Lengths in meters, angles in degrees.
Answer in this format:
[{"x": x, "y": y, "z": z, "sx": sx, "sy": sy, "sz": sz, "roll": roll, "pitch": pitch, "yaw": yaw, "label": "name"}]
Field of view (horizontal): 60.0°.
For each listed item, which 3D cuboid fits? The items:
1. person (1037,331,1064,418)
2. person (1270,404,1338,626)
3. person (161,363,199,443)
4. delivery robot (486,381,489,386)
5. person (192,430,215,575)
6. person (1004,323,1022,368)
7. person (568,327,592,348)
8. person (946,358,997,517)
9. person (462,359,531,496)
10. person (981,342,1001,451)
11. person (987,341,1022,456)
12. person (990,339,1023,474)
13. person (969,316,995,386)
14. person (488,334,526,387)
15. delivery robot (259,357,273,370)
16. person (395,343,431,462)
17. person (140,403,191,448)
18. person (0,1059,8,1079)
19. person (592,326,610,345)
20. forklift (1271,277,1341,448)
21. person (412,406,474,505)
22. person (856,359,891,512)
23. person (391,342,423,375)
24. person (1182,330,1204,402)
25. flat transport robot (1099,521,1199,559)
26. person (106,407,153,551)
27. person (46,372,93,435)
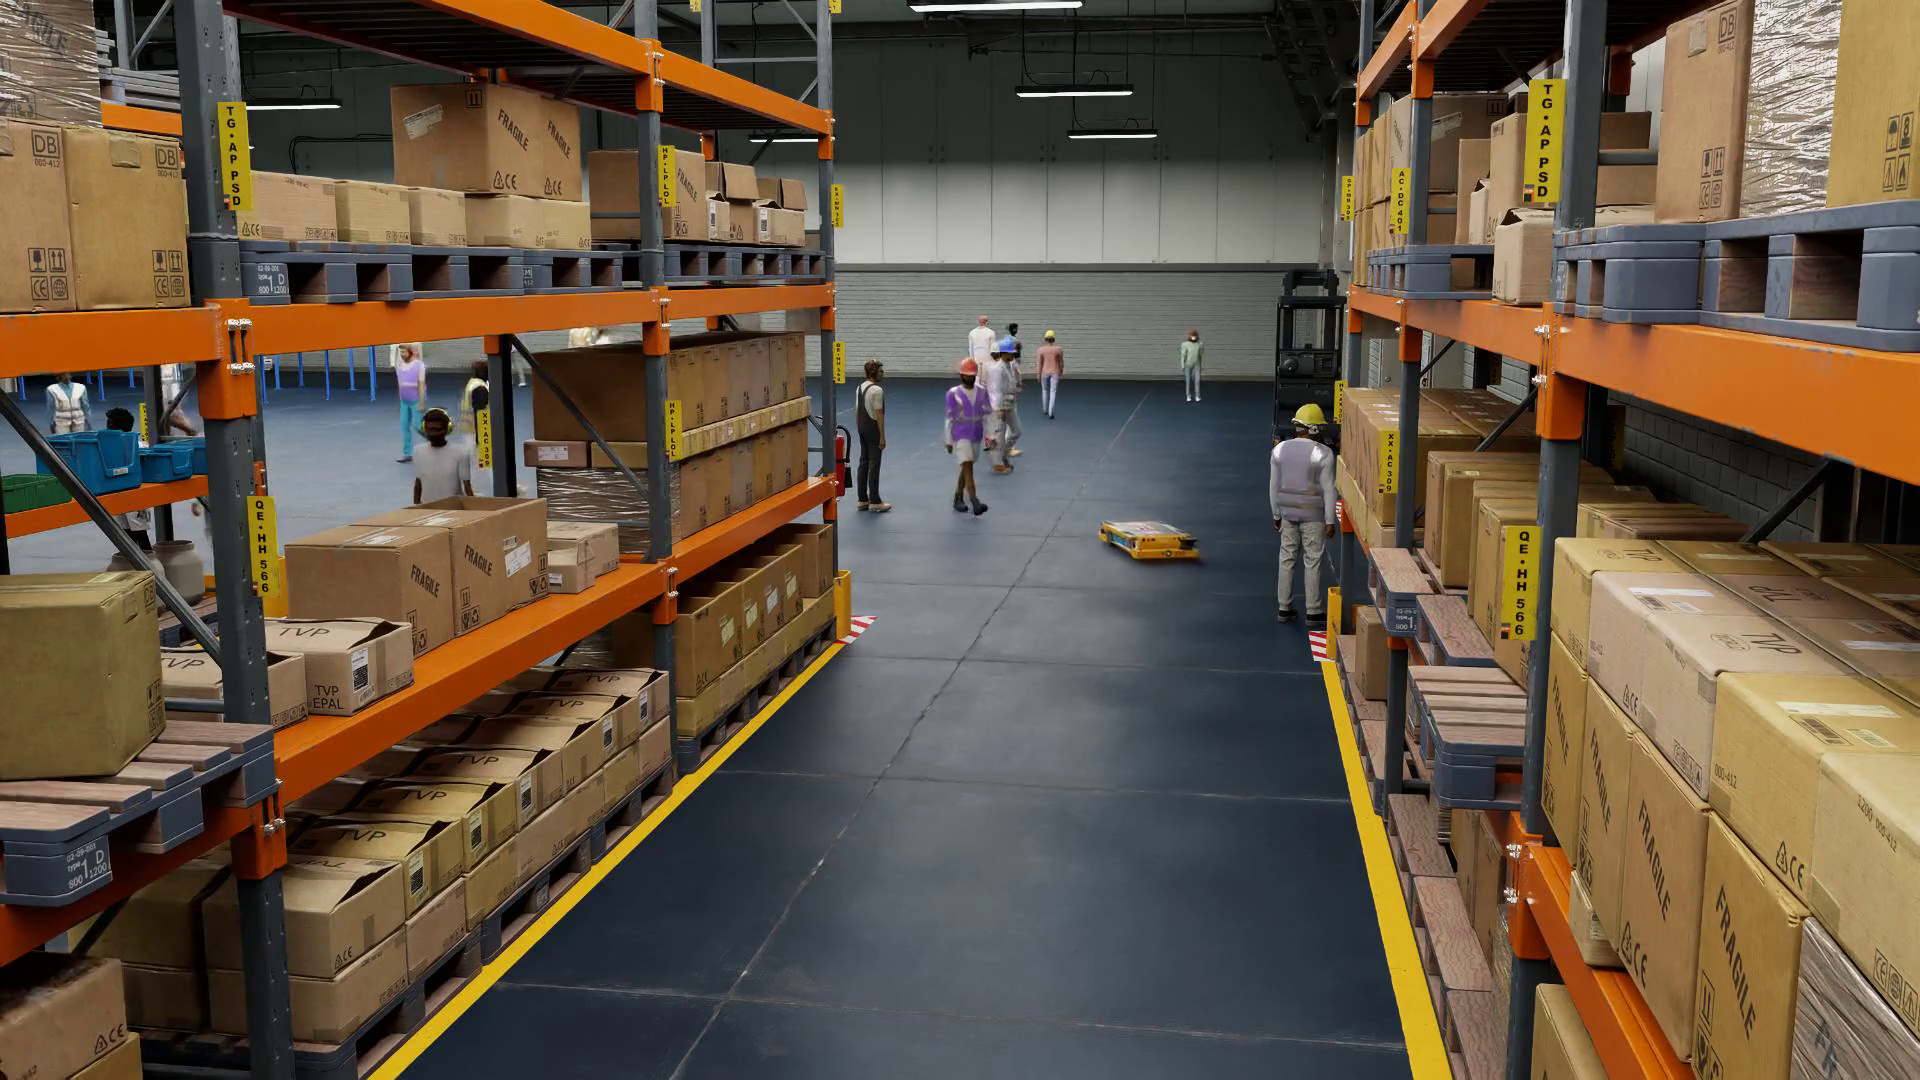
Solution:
[{"x": 1.805, "y": -3.318, "z": 33.285, "sx": 0.533, "sy": 1.733, "sz": 0.783, "roll": 1, "pitch": 9, "yaw": 5, "label": "person"}, {"x": 2.863, "y": -0.215, "z": 13.794, "sx": 0.600, "sy": 1.826, "sz": 0.404, "roll": 8, "pitch": 12, "yaw": 42, "label": "person"}, {"x": -12.612, "y": -2.331, "z": 26.646, "sx": 0.664, "sy": 1.905, "sz": 0.550, "roll": -4, "pitch": 10, "yaw": -24, "label": "person"}, {"x": -10.890, "y": -3.507, "z": 37.861, "sx": 0.477, "sy": 0.478, "sz": 0.707, "roll": -3, "pitch": 10, "yaw": -20, "label": "delivery robot"}, {"x": -6.597, "y": -0.390, "z": 14.983, "sx": 0.629, "sy": 1.794, "sz": 0.482, "roll": -7, "pitch": 11, "yaw": -36, "label": "person"}, {"x": 1.259, "y": -4.291, "z": 39.351, "sx": 0.368, "sy": 1.682, "sz": 0.554, "roll": 7, "pitch": 11, "yaw": 37, "label": "person"}, {"x": -9.026, "y": -4.409, "z": 39.403, "sx": 0.573, "sy": 1.906, "sz": 0.747, "roll": 1, "pitch": 9, "yaw": 8, "label": "person"}, {"x": 0.124, "y": -1.239, "z": 19.981, "sx": 0.547, "sy": 1.873, "sz": 1.034, "roll": -5, "pitch": 10, "yaw": -27, "label": "person"}, {"x": -5.981, "y": -1.409, "z": 21.226, "sx": 0.934, "sy": 1.795, "sz": 0.642, "roll": -4, "pitch": 10, "yaw": -25, "label": "person"}, {"x": 0.598, "y": -2.333, "z": 27.056, "sx": 0.533, "sy": 1.765, "sz": 0.329, "roll": 1, "pitch": 9, "yaw": 9, "label": "person"}, {"x": 0.721, "y": -2.280, "z": 26.609, "sx": 0.533, "sy": 1.813, "sz": 0.825, "roll": 0, "pitch": 9, "yaw": -2, "label": "person"}, {"x": 0.653, "y": -1.920, "z": 23.985, "sx": 0.441, "sy": 1.930, "sz": 0.619, "roll": 4, "pitch": 10, "yaw": 25, "label": "person"}, {"x": 0.529, "y": -4.075, "z": 37.361, "sx": 0.641, "sy": 1.908, "sz": 0.407, "roll": 4, "pitch": 10, "yaw": 21, "label": "person"}, {"x": -11.445, "y": -4.793, "z": 41.965, "sx": 1.081, "sy": 1.849, "sz": 0.627, "roll": 5, "pitch": 10, "yaw": 27, "label": "person"}, {"x": -20.026, "y": -5.091, "z": 47.630, "sx": 0.707, "sy": 0.478, "sz": 0.477, "roll": 6, "pitch": 11, "yaw": 33, "label": "delivery robot"}, {"x": -8.396, "y": -2.123, "z": 25.543, "sx": 0.589, "sy": 1.829, "sz": 0.624, "roll": 5, "pitch": 10, "yaw": 26, "label": "person"}, {"x": -13.111, "y": -2.425, "z": 27.361, "sx": 1.003, "sy": 1.851, "sz": 0.668, "roll": -4, "pitch": 10, "yaw": -22, "label": "person"}, {"x": -1.370, "y": 1.604, "z": 2.223, "sx": 0.630, "sy": 1.938, "sz": 0.780, "roll": 4, "pitch": 10, "yaw": 22, "label": "person"}, {"x": -7.038, "y": -3.263, "z": 32.388, "sx": 1.007, "sy": 1.883, "sz": 0.648, "roll": -4, "pitch": 10, "yaw": -25, "label": "person"}, {"x": 5.847, "y": -3.016, "z": 27.970, "sx": 1.129, "sy": 2.768, "sz": 1.873, "roll": 1, "pitch": 9, "yaw": 9, "label": "forklift"}, {"x": -4.170, "y": -0.183, "z": 13.574, "sx": 0.592, "sy": 1.844, "sz": 0.558, "roll": 1, "pitch": 9, "yaw": 8, "label": "person"}, {"x": -1.078, "y": -1.281, "z": 20.326, "sx": 0.332, "sy": 1.842, "sz": 0.508, "roll": -7, "pitch": 11, "yaw": -35, "label": "person"}, {"x": -11.359, "y": -3.570, "z": 34.160, "sx": 0.627, "sy": 1.952, "sz": 1.037, "roll": -3, "pitch": 10, "yaw": -18, "label": "person"}, {"x": 5.202, "y": -3.875, "z": 37.080, "sx": 0.521, "sy": 1.594, "sz": 0.803, "roll": 0, "pitch": 9, "yaw": -1, "label": "person"}, {"x": 1.969, "y": -0.019, "z": 17.511, "sx": 0.652, "sy": 0.197, "sz": 1.431, "roll": -2, "pitch": 9, "yaw": -11, "label": "flat transport robot"}, {"x": -7.531, "y": -0.356, "z": 15.061, "sx": 0.540, "sy": 1.698, "sz": 0.317, "roll": 6, "pitch": 11, "yaw": 35, "label": "person"}, {"x": -12.260, "y": -1.591, "z": 22.928, "sx": 0.523, "sy": 1.623, "sz": 0.452, "roll": -8, "pitch": 12, "yaw": -41, "label": "person"}]
